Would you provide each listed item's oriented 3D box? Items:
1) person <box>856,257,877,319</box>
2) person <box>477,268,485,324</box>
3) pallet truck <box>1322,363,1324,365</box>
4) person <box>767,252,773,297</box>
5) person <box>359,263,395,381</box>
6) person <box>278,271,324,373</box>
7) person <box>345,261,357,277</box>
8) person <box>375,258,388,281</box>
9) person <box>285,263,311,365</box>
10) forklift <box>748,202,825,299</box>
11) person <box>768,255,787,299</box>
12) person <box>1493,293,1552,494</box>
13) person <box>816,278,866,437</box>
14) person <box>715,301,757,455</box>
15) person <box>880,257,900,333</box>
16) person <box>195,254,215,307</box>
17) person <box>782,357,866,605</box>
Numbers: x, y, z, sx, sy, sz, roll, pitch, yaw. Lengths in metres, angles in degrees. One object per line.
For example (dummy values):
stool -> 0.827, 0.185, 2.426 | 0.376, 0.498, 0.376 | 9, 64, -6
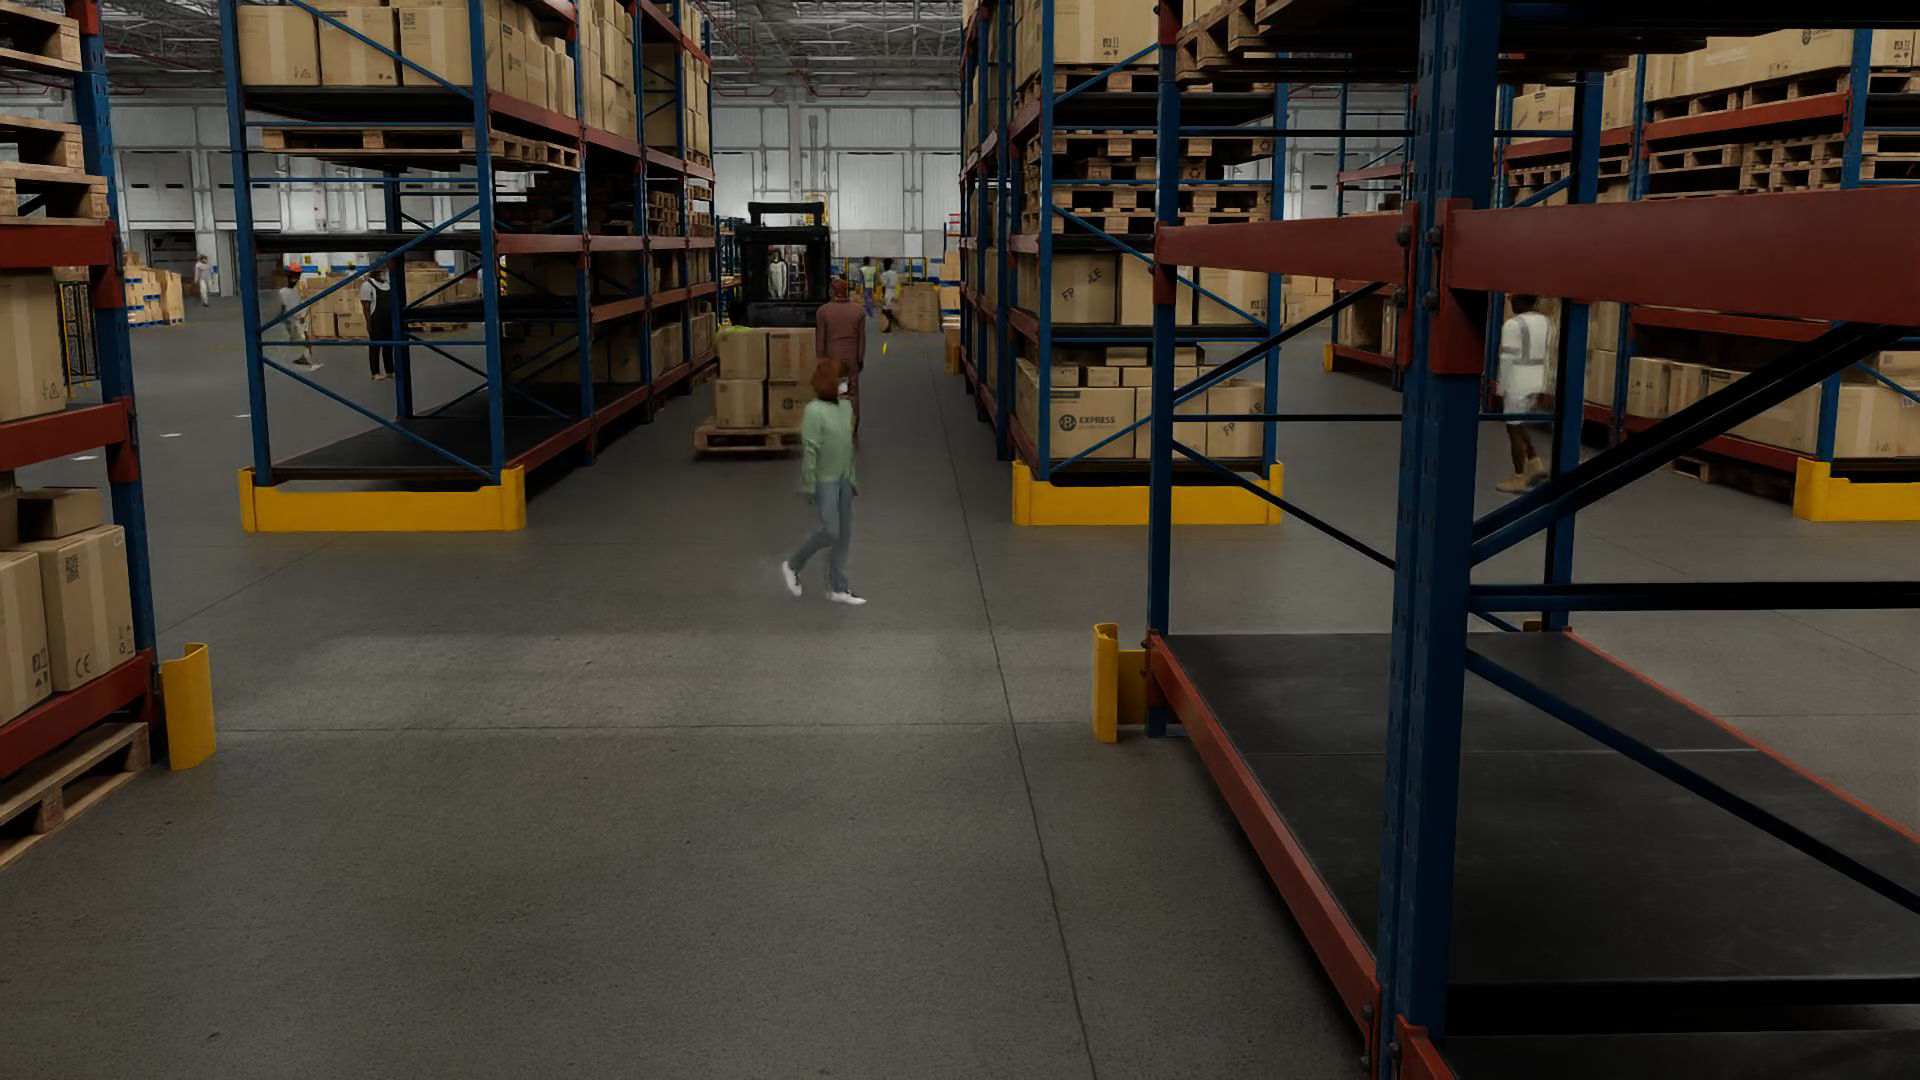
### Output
person -> -2.884, -7.623, 50.356 | 0.826, 1.889, 0.598 | 9, 14, 42
person -> -13.403, -7.087, 47.303 | 0.585, 1.916, 0.397 | -3, 11, -18
pallet truck -> 7.712, -4.157, 30.737 | 1.885, 1.965, 0.823 | 3, 11, 16
person -> -7.720, -10.732, 67.535 | 0.362, 1.938, 0.545 | -1, 10, -3
person -> -9.793, -3.734, 28.261 | 0.538, 2.000, 0.689 | 5, 11, 27
person -> -11.859, -3.877, 29.677 | 0.971, 1.818, 0.544 | 4, 11, 22
person -> -20.119, -8.394, 55.176 | 0.898, 1.694, 0.502 | 6, 12, 31
person -> -20.236, -8.972, 58.160 | 1.017, 1.790, 0.636 | 1, 10, 4
person -> -12.651, -4.319, 31.814 | 0.372, 1.933, 0.551 | -6, 12, -31
forklift -> -2.131, -2.799, 20.715 | 1.129, 2.768, 1.873 | 0, 10, -2
person -> -5.668, -7.856, 51.522 | 0.629, 1.936, 0.373 | 4, 11, 21
person -> 5.191, -1.428, 15.475 | 0.625, 2.015, 0.429 | -8, 13, -37
person -> -1.449, -2.177, 19.963 | 0.651, 1.905, 0.409 | -5, 12, -28
person -> -2.460, -1.792, 18.403 | 0.541, 1.695, 0.316 | -6, 12, -30
person -> -1.771, -6.236, 42.455 | 0.549, 1.951, 0.614 | 7, 12, 33
person -> -27.191, -9.340, 59.863 | 0.646, 1.914, 0.644 | 10, 14, 43
person -> -0.865, -0.376, 10.735 | 0.456, 1.622, 0.504 | 5, 11, 27
